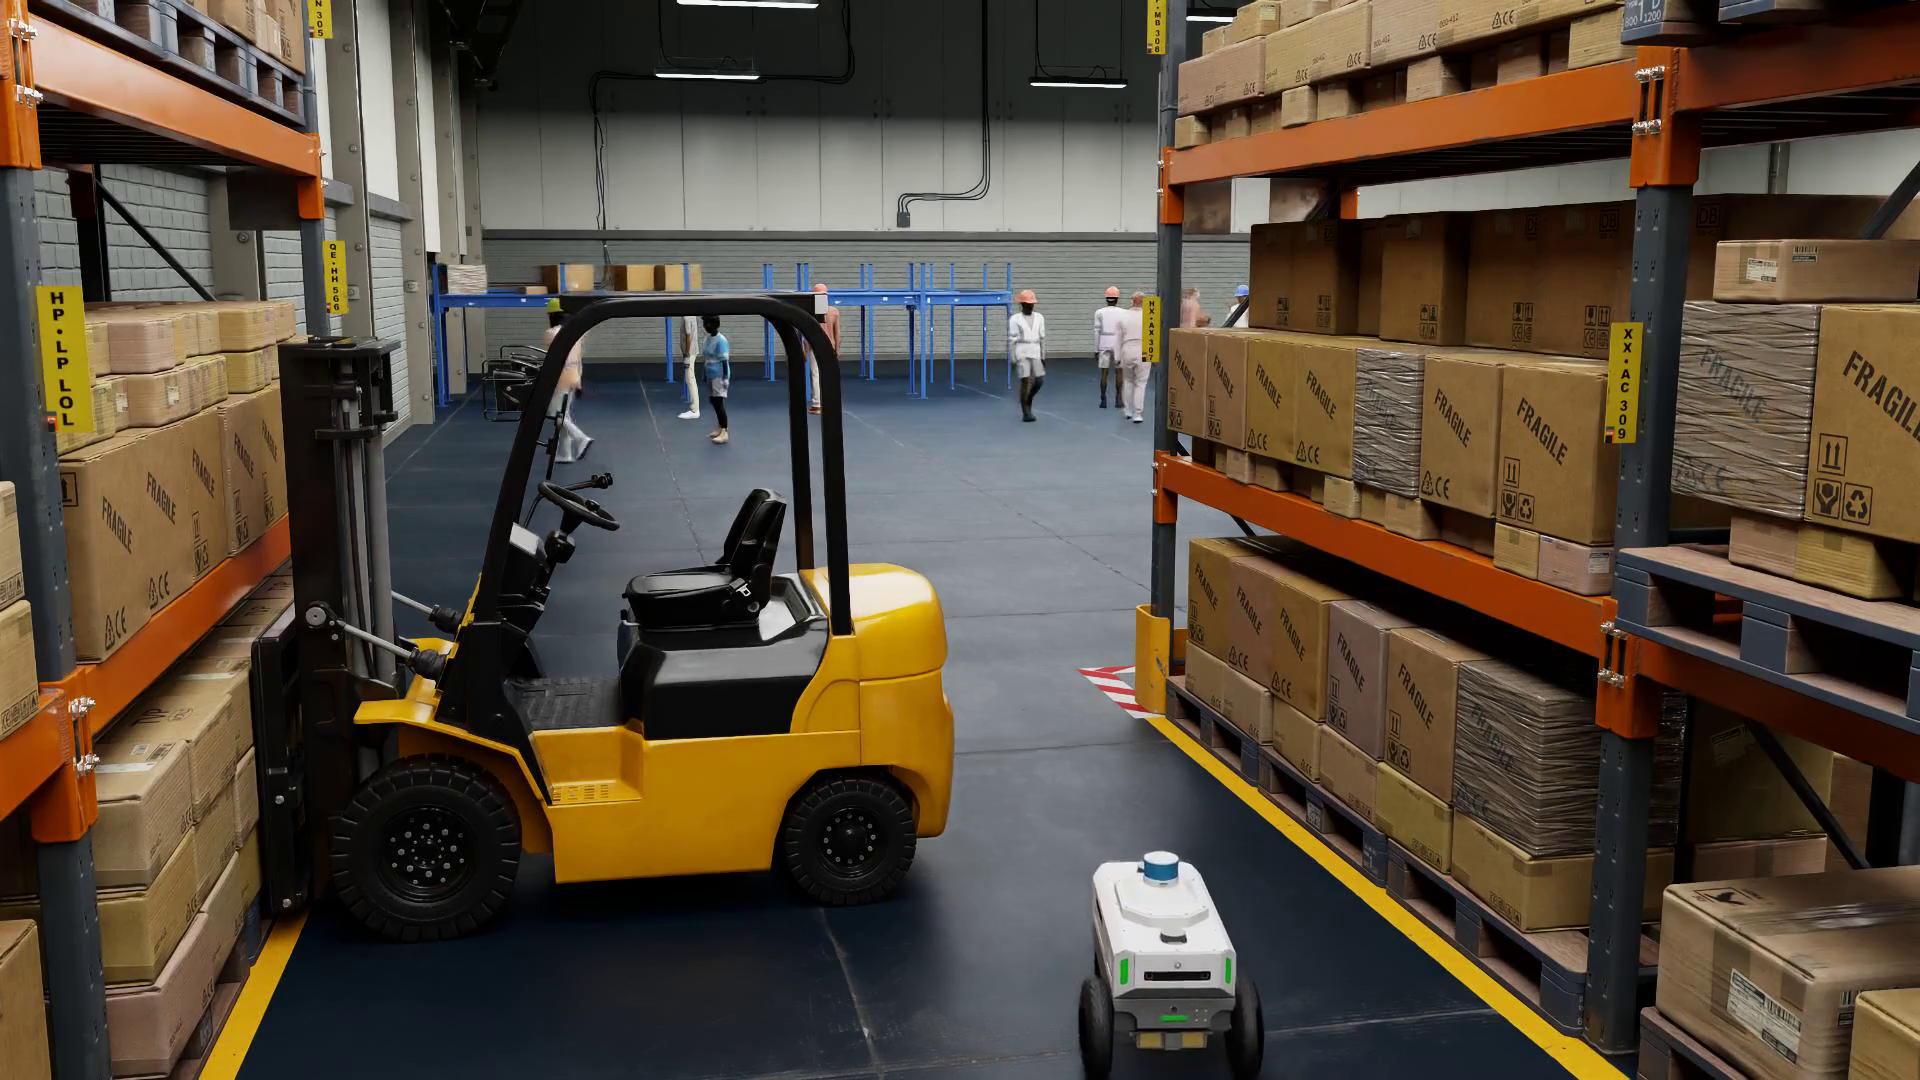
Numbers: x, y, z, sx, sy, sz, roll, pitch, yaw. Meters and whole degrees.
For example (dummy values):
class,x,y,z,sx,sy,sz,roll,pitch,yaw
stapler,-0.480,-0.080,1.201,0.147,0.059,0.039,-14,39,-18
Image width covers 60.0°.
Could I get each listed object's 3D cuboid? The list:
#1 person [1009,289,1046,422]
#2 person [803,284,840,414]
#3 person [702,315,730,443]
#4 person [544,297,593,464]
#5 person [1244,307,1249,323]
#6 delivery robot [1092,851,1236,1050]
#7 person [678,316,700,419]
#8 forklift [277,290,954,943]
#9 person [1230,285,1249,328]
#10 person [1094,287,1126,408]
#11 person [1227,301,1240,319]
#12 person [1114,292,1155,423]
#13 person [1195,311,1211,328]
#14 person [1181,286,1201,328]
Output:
class,x,y,z,sx,sy,sz,roll,pitch,yaw
person,0.993,-2.700,24.354,0.580,1.923,0.445,-4,10,-23
person,-2.134,-2.938,25.689,0.627,2.009,0.520,-5,11,-30
person,-3.142,-2.113,21.591,0.466,1.660,0.717,-6,11,-30
person,-4.487,-1.811,18.991,0.581,1.905,0.603,3,10,19
person,2.872,-1.356,16.276,0.568,1.882,0.976,4,10,25
delivery robot,0.584,1.156,4.863,0.477,0.478,0.707,0,9,-1
person,-4.078,-2.758,24.916,0.319,1.864,0.516,-1,9,-6
forklift,-1.179,0.175,6.143,2.313,2.155,1.214,-2,10,-12
person,4.871,-3.412,28.637,0.614,1.942,0.406,8,13,42
person,2.451,-3.097,26.780,0.577,1.928,0.411,3,10,18
person,5.413,-3.843,32.211,0.546,1.623,0.379,-1,9,-5
person,2.614,-2.674,24.339,0.643,1.874,0.806,3,10,18
person,3.464,-2.506,24.113,0.522,1.621,0.572,6,11,34
person,4.829,-4.420,35.075,0.982,1.862,0.643,-4,10,-21
